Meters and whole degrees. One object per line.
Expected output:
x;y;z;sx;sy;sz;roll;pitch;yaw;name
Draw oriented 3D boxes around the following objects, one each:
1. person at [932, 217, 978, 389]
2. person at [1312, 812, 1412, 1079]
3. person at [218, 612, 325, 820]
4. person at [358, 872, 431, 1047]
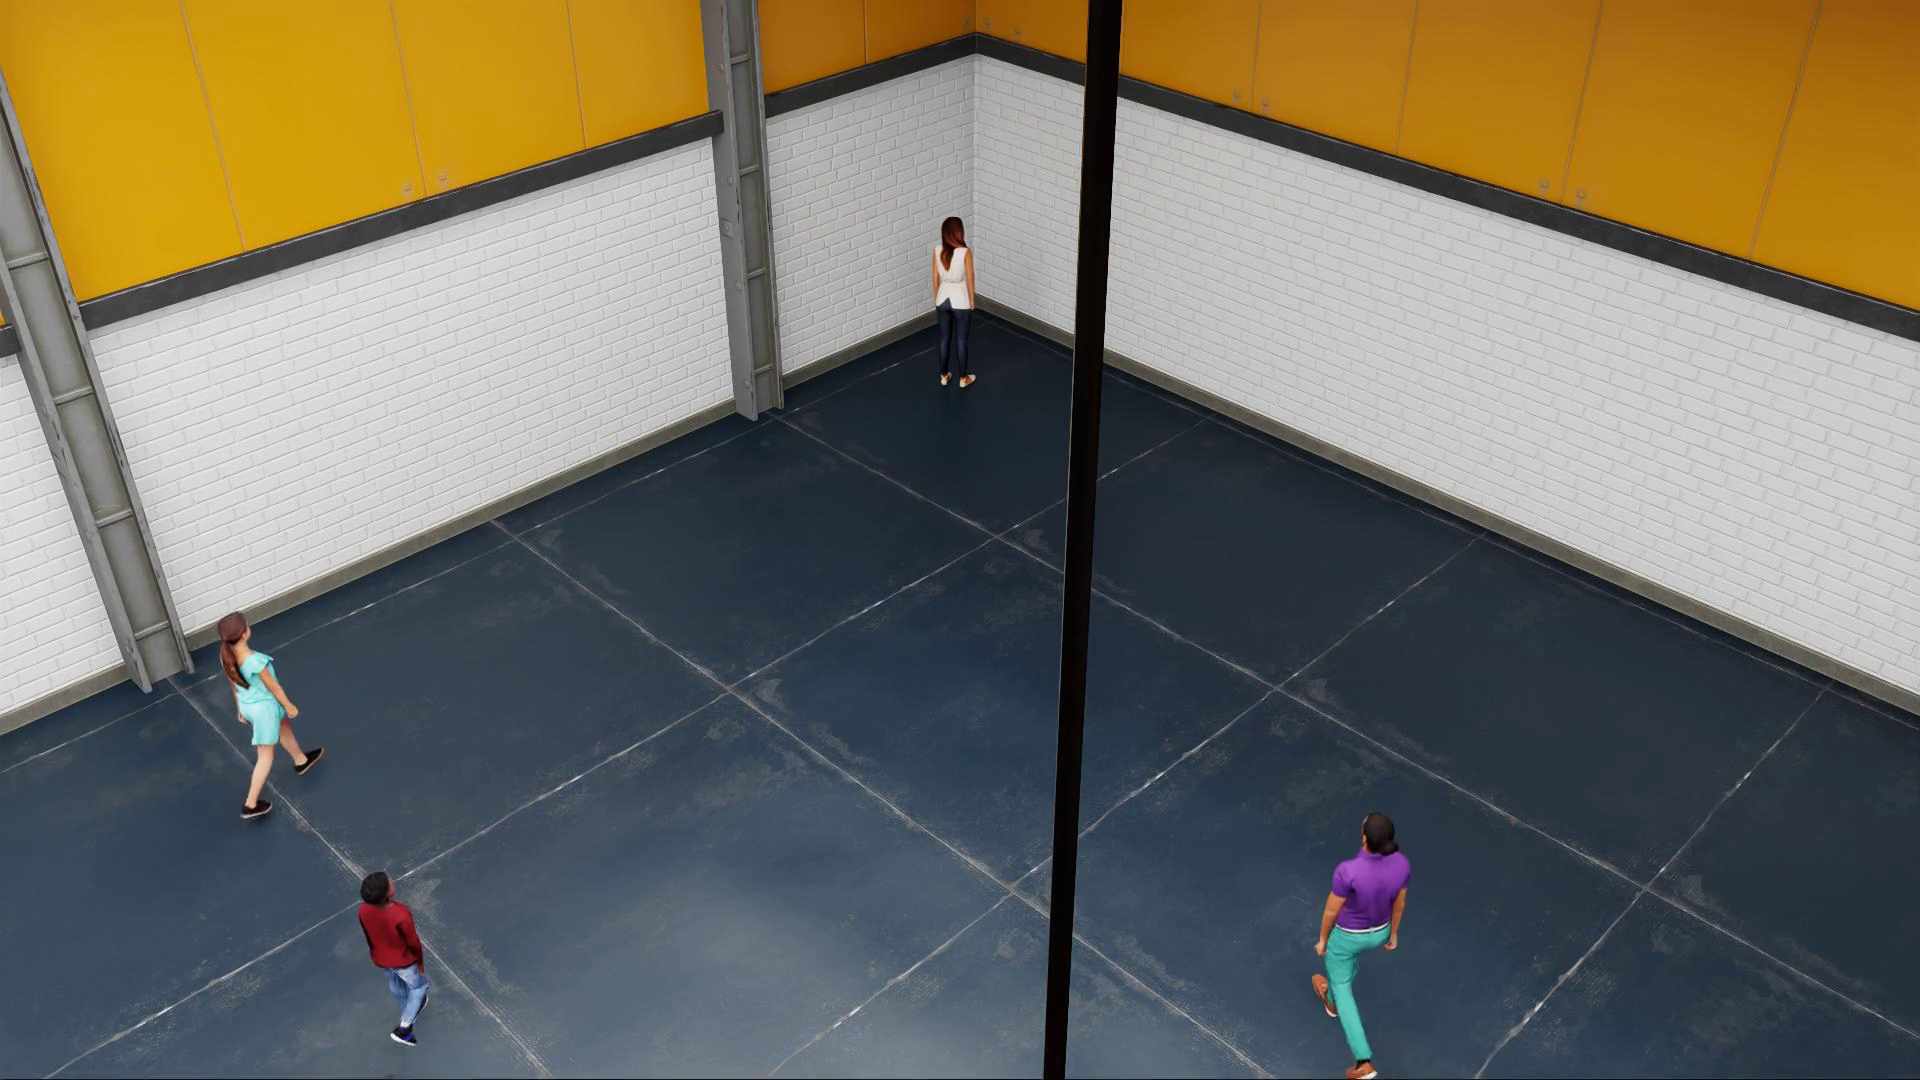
-0.069;-2.346;16.475;0.665;1.784;0.651;13;36;18;person
2.310;2.318;9.502;1.167;1.737;1.053;-10;35;-14;person
-4.819;1.200;11.370;0.749;1.531;1.103;17;37;23;person
-3.331;2.464;9.726;0.671;1.245;0.771;9;35;13;person
